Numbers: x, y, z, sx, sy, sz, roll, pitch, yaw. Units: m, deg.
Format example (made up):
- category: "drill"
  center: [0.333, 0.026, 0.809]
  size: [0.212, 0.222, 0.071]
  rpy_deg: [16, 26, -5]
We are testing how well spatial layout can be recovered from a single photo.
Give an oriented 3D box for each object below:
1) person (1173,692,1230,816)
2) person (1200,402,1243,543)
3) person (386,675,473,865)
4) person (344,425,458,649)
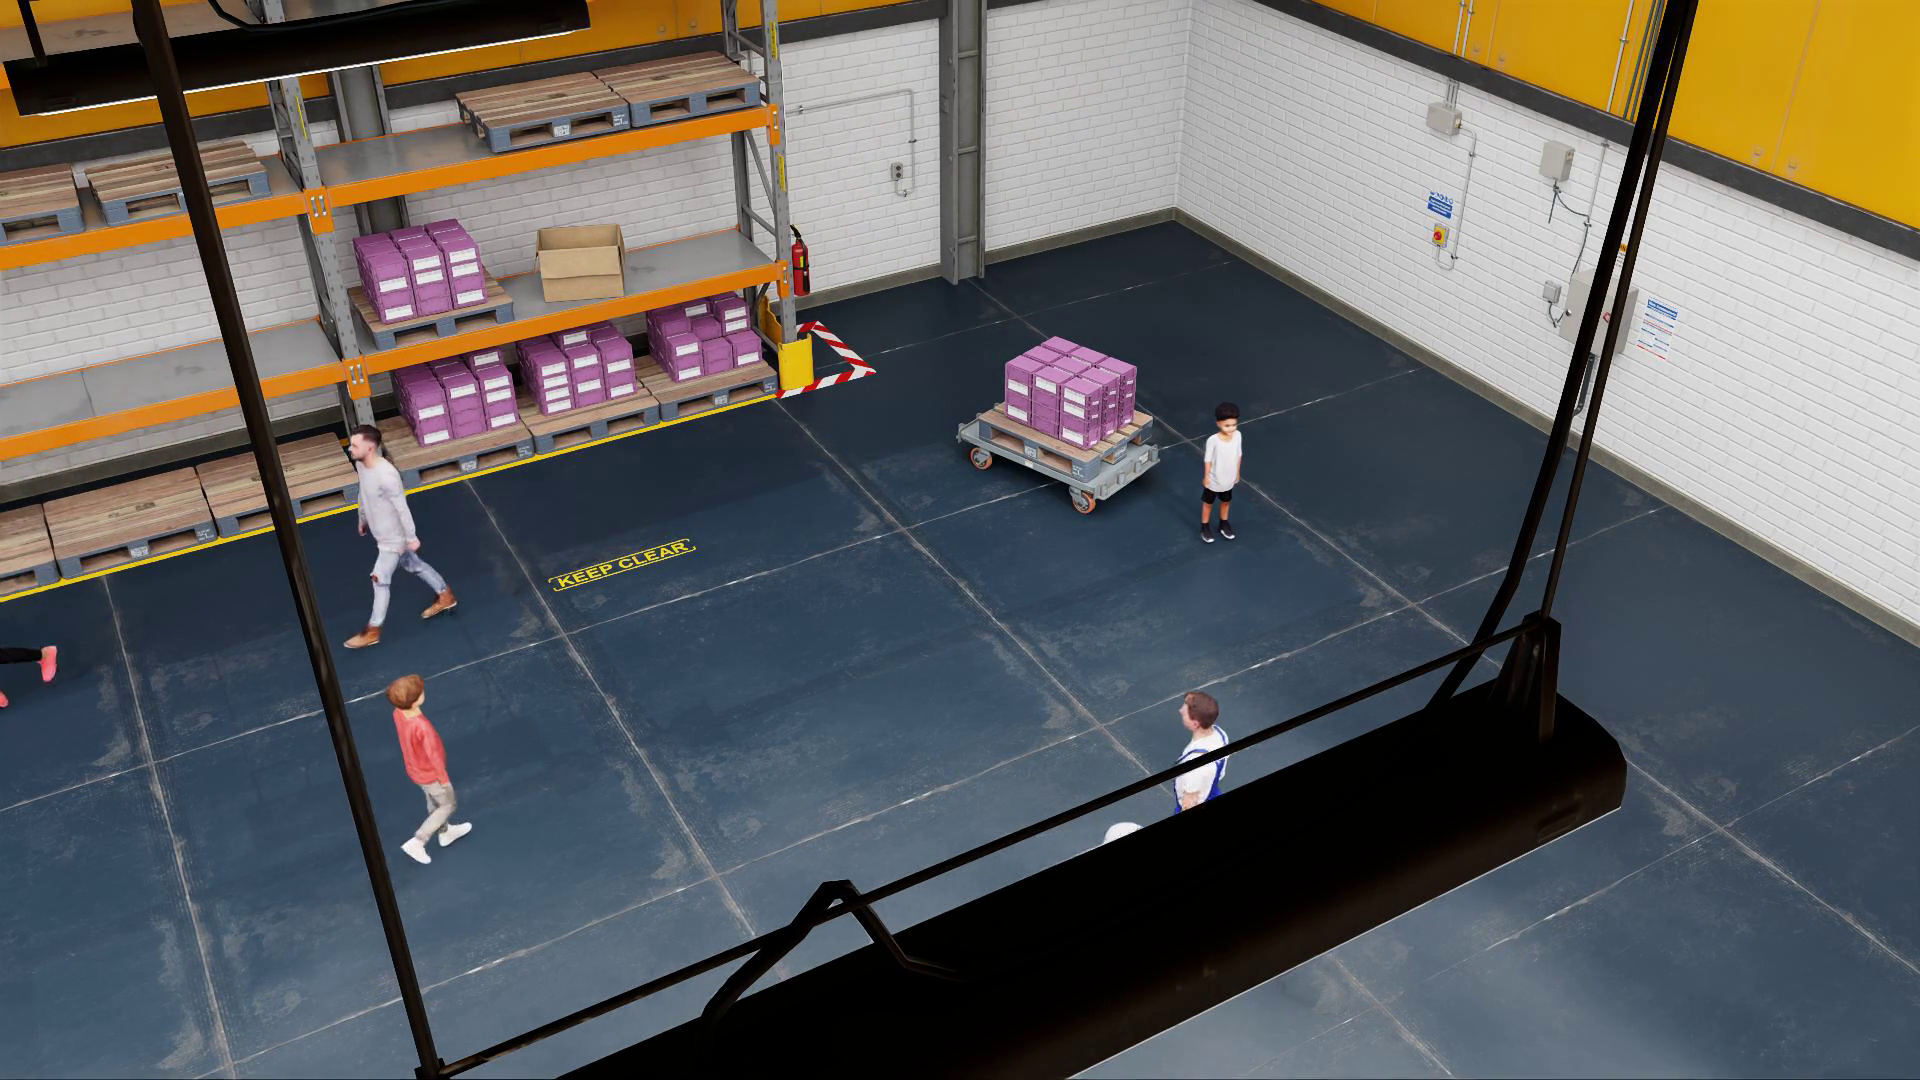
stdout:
- category: "person"
  center: [1.479, 1.704, 9.837]
  size: [1.049, 1.811, 1.189]
  rpy_deg: [21, 39, 28]
- category: "person"
  center: [2.163, -0.578, 13.772]
  size: [0.481, 1.256, 0.587]
  rpy_deg: [-9, 35, -13]
- category: "person"
  center: [-3.433, 1.474, 10.546]
  size: [0.652, 1.410, 0.809]
  rpy_deg: [27, 42, 34]
- category: "person"
  center: [-4.217, -0.080, 12.541]
  size: [1.200, 1.790, 0.815]
  rpy_deg: [-24, 40, -31]
